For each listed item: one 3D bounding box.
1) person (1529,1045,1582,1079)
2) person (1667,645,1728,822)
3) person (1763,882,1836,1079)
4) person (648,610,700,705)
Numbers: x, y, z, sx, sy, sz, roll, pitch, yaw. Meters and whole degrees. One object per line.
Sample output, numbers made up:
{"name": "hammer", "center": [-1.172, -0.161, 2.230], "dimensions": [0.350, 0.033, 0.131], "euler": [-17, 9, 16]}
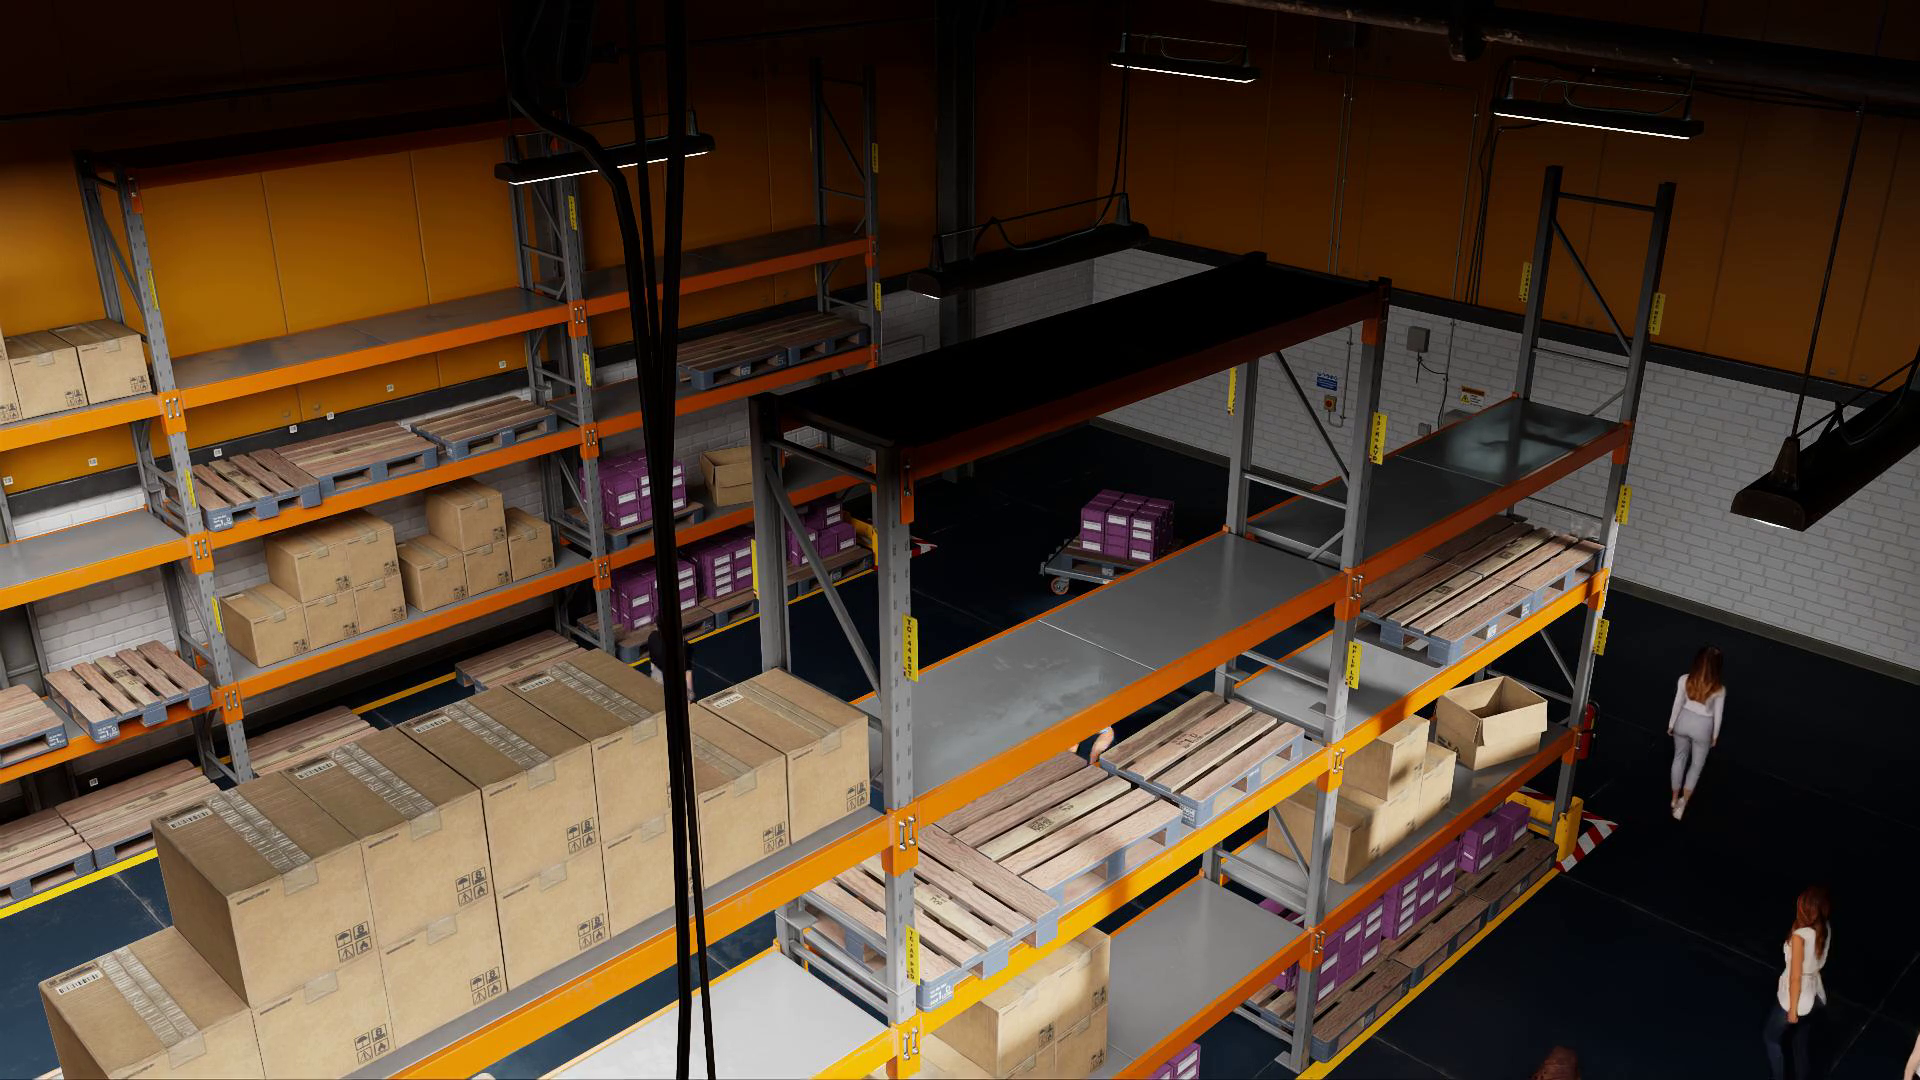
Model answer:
{"name": "person", "center": [3.525, 3.920, 10.204], "dimensions": [0.831, 1.764, 1.169], "euler": [12, 26, 26]}
{"name": "person", "center": [6.622, 1.800, 15.067], "dimensions": [0.693, 1.753, 0.914], "euler": [14, 27, 29]}
{"name": "person", "center": [5.961, 3.278, 11.691], "dimensions": [0.663, 1.749, 0.755], "euler": [-19, 30, -37]}
{"name": "person", "center": [-2.795, 1.463, 15.848], "dimensions": [0.735, 1.745, 0.888], "euler": [16, 28, 33]}
